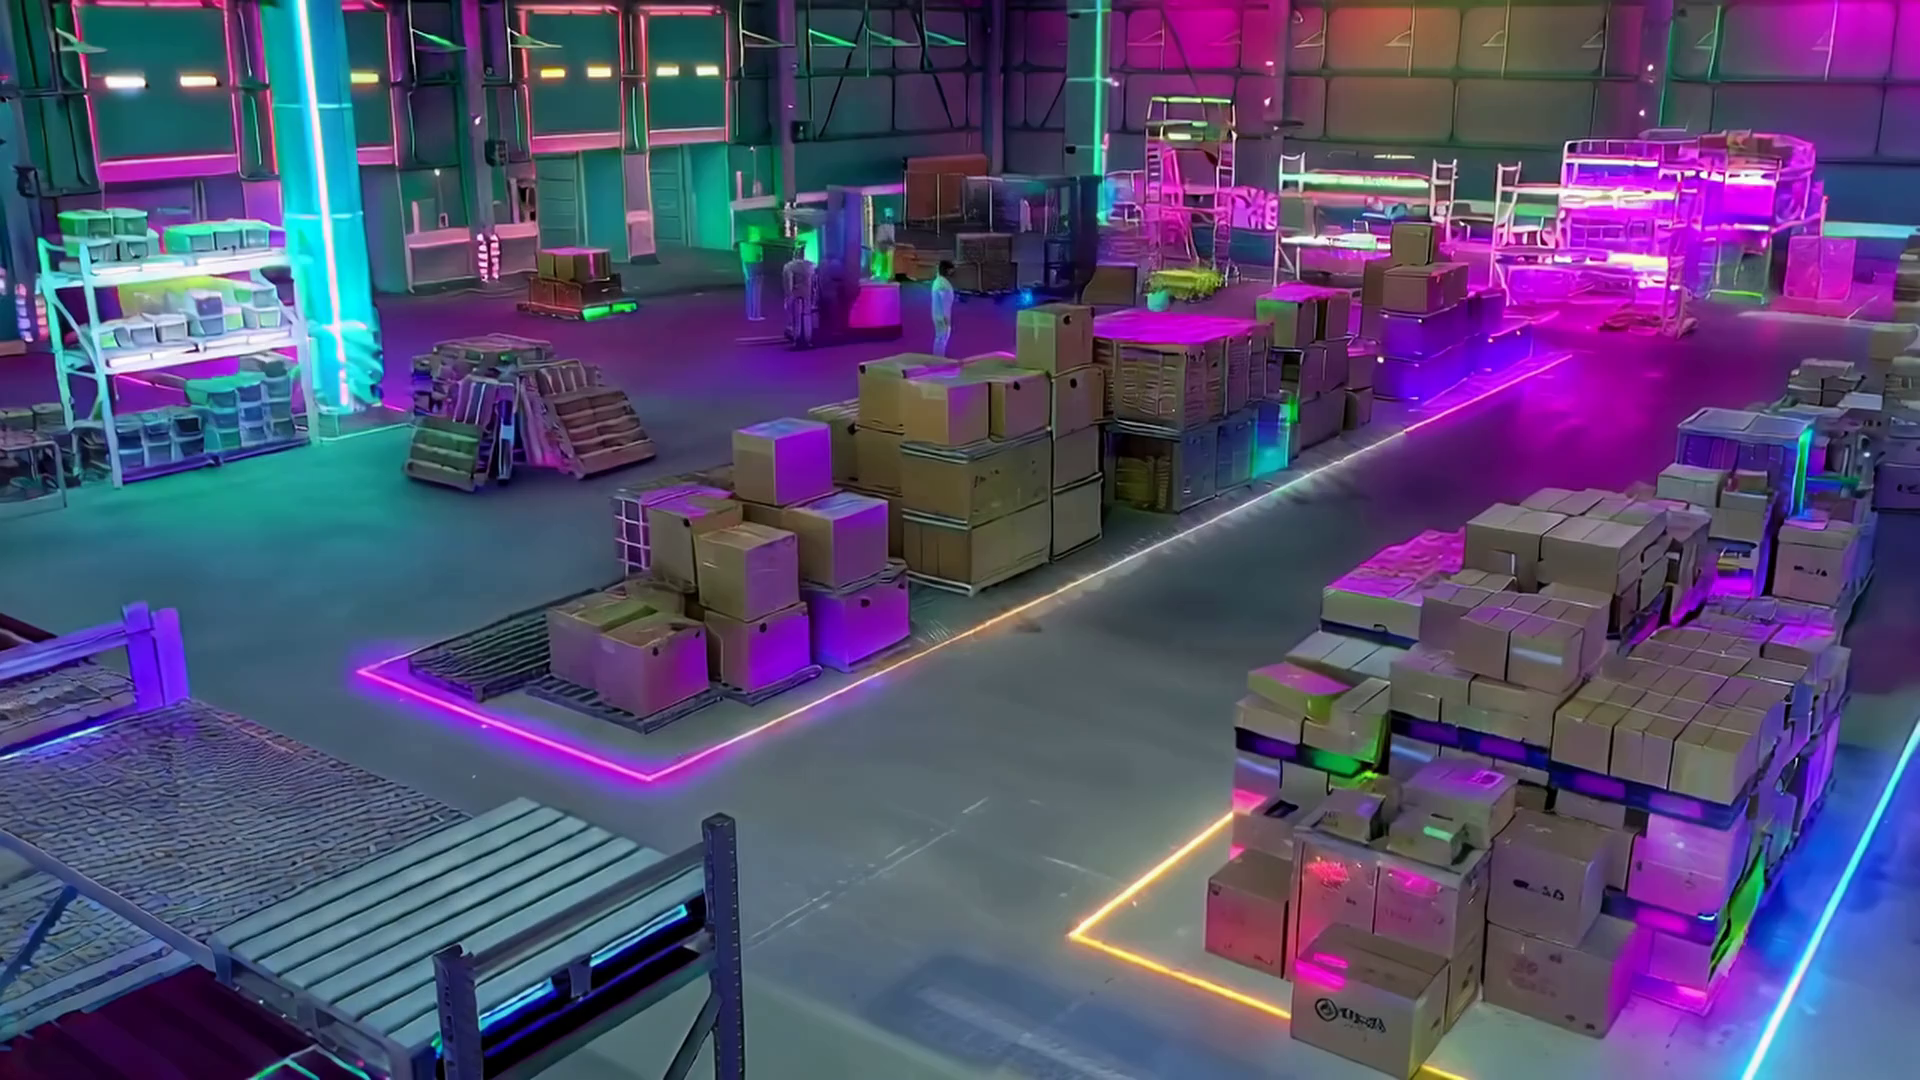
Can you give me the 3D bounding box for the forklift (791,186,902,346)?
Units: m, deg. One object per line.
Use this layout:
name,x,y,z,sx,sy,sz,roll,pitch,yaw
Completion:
forklift,-2.113,-5.071,30.565,1.873,2.768,1.129,-7,18,-21

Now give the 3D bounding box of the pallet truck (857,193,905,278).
pallet truck,-1.936,-7.159,38.982,1.885,1.965,0.823,-12,21,-34

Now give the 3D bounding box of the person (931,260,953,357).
person,-0.282,-3.638,27.433,0.374,1.934,0.628,-2,17,-7

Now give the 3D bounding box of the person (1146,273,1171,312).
person,3.277,-3.618,27.787,0.371,1.682,0.552,-11,20,-33

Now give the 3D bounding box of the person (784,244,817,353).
person,-2.844,-4.309,29.669,0.634,1.930,0.384,-9,19,-28

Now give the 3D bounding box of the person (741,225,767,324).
person,-4.038,-5.247,32.773,0.382,1.924,0.594,11,20,33

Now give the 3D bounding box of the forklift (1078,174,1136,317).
forklift,2.567,-5.825,33.062,1.873,2.768,1.129,1,17,2

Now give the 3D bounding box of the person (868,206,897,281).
person,-1.694,-6.466,36.873,0.736,1.892,0.636,14,22,39
